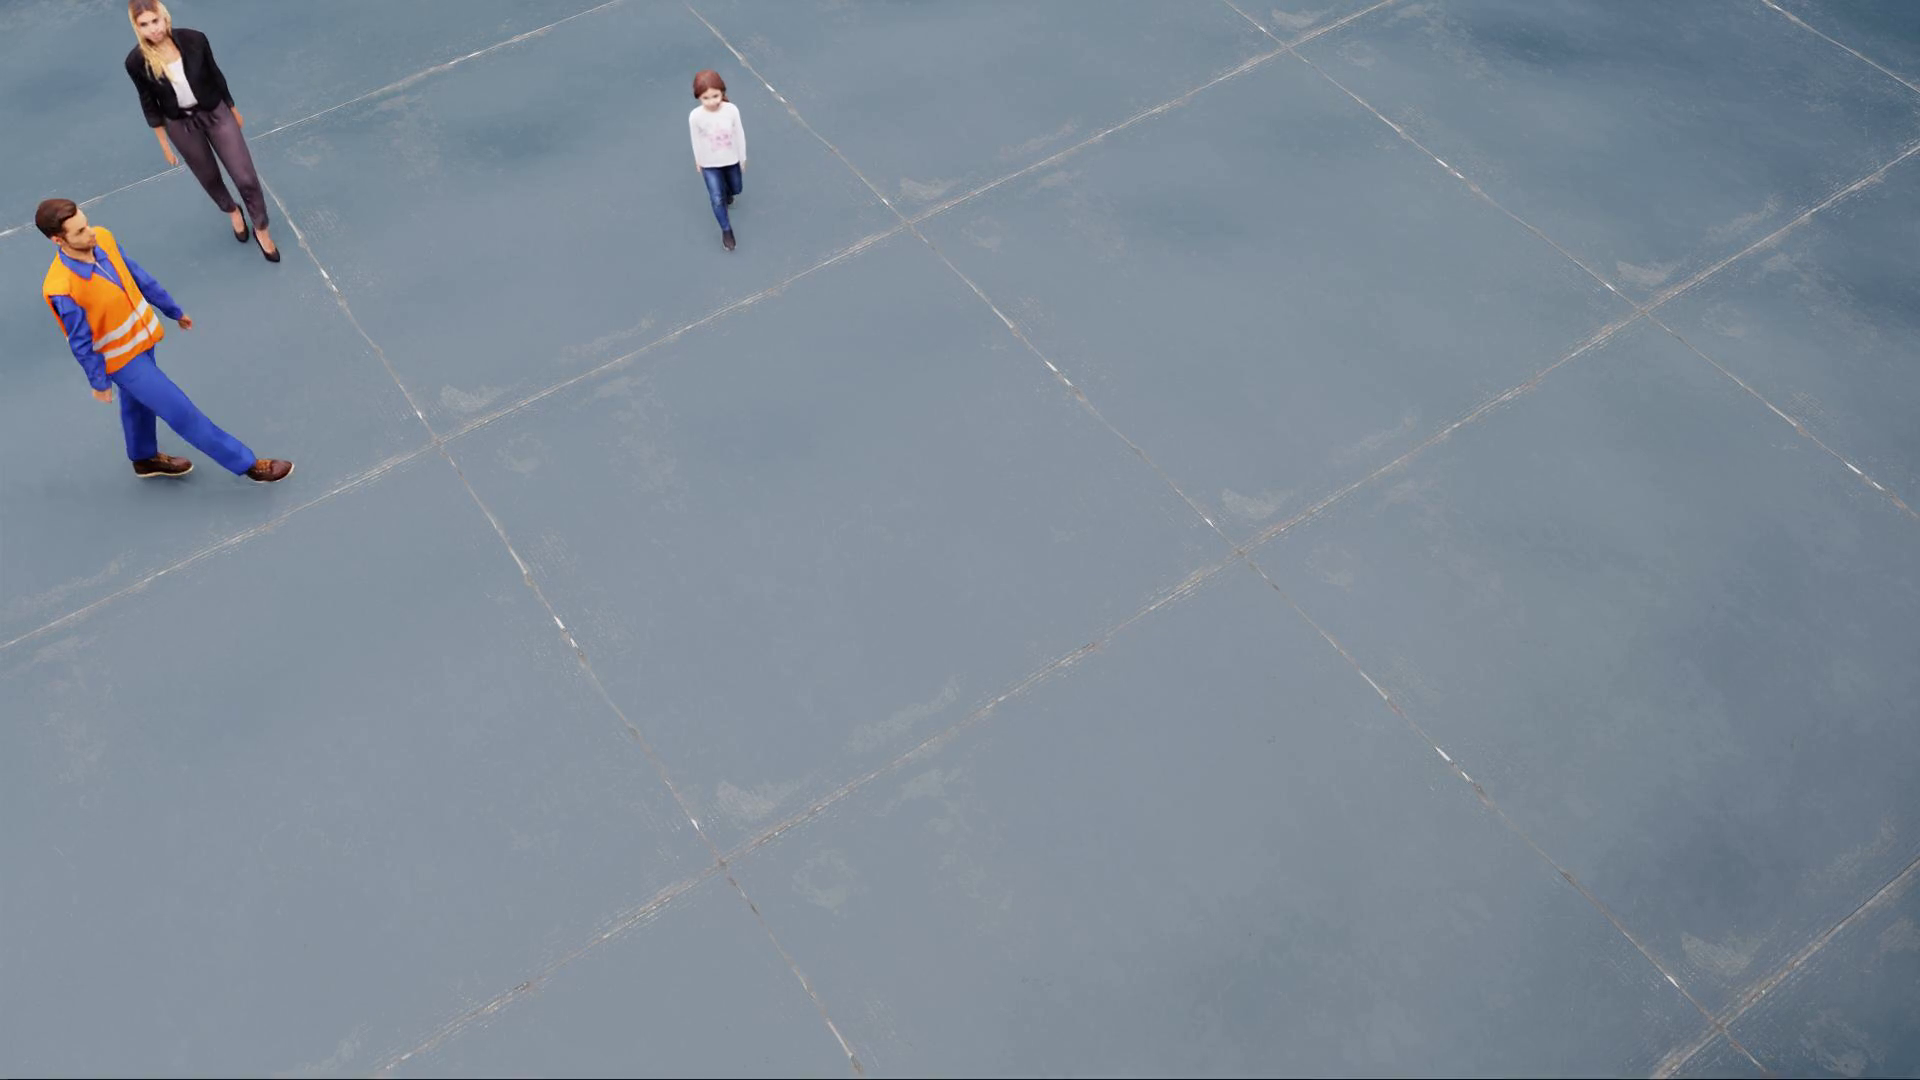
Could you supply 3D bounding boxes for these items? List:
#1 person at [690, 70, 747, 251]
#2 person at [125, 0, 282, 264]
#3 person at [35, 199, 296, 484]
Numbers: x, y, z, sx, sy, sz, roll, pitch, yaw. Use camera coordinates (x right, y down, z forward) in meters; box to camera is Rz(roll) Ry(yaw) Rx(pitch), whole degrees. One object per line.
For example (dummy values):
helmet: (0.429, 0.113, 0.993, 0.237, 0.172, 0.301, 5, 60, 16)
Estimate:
person: (-1.368, -2.200, 9.421, 0.585, 1.099, 0.758, -12, 53, -9)
person: (-4.192, -2.309, 9.153, 0.654, 1.656, 0.763, -23, 56, -17)
person: (-4.060, -0.897, 7.952, 1.180, 1.826, 1.194, 1, 52, 1)
